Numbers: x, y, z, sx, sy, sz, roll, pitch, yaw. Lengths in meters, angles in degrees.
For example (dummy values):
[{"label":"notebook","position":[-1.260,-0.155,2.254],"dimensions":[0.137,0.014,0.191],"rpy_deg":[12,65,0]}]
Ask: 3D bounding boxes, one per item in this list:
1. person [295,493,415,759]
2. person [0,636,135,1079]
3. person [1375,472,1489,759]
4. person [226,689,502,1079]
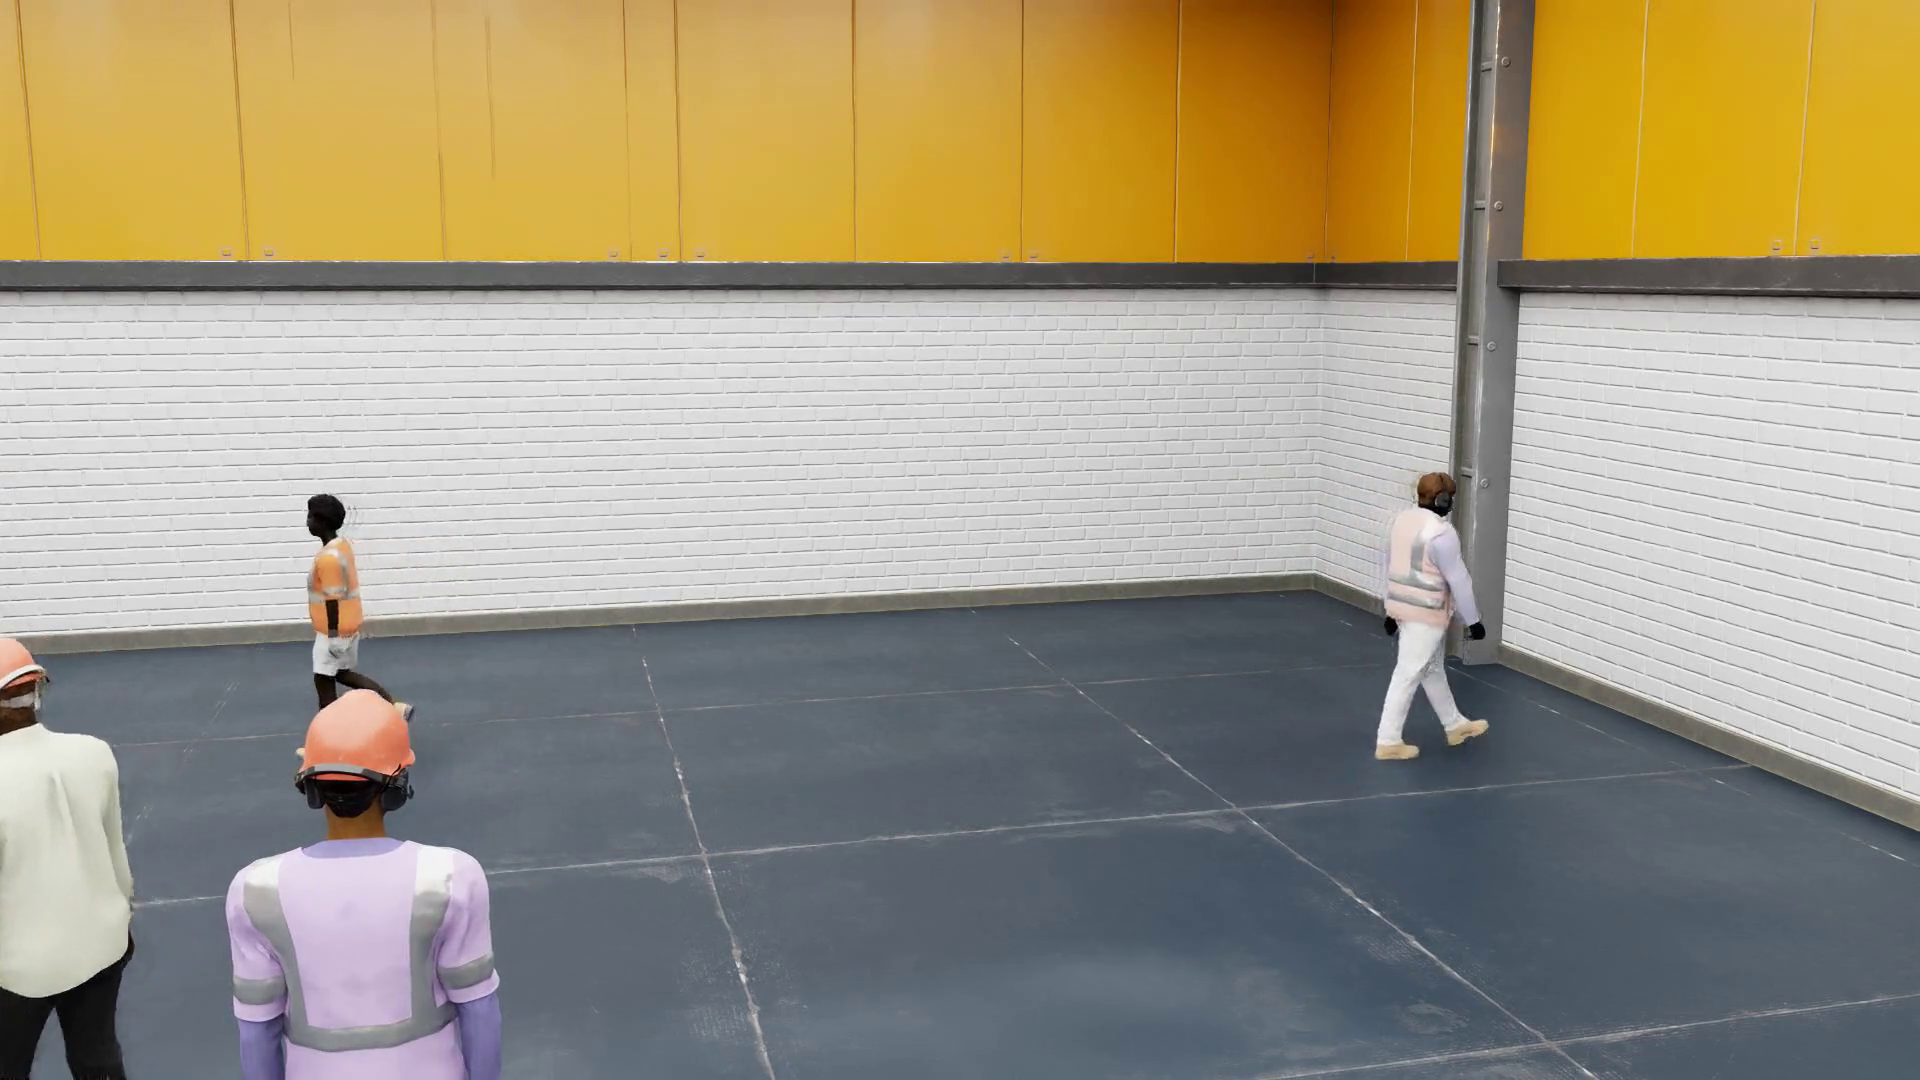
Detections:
[{"label":"person","position":[-3.829,0.535,10.383],"dimensions":[0.640,1.680,0.540],"rpy_deg":[-1,9,-7]},{"label":"person","position":[-2.748,1.253,5.037],"dimensions":[0.553,1.966,0.683],"rpy_deg":[4,10,22]},{"label":"person","position":[3.011,0.476,10.410],"dimensions":[0.932,1.793,0.617],"rpy_deg":[-2,9,-12]},{"label":"person","position":[-1.425,1.369,4.068],"dimensions":[0.608,2.044,0.370],"rpy_deg":[-2,9,-10]}]
